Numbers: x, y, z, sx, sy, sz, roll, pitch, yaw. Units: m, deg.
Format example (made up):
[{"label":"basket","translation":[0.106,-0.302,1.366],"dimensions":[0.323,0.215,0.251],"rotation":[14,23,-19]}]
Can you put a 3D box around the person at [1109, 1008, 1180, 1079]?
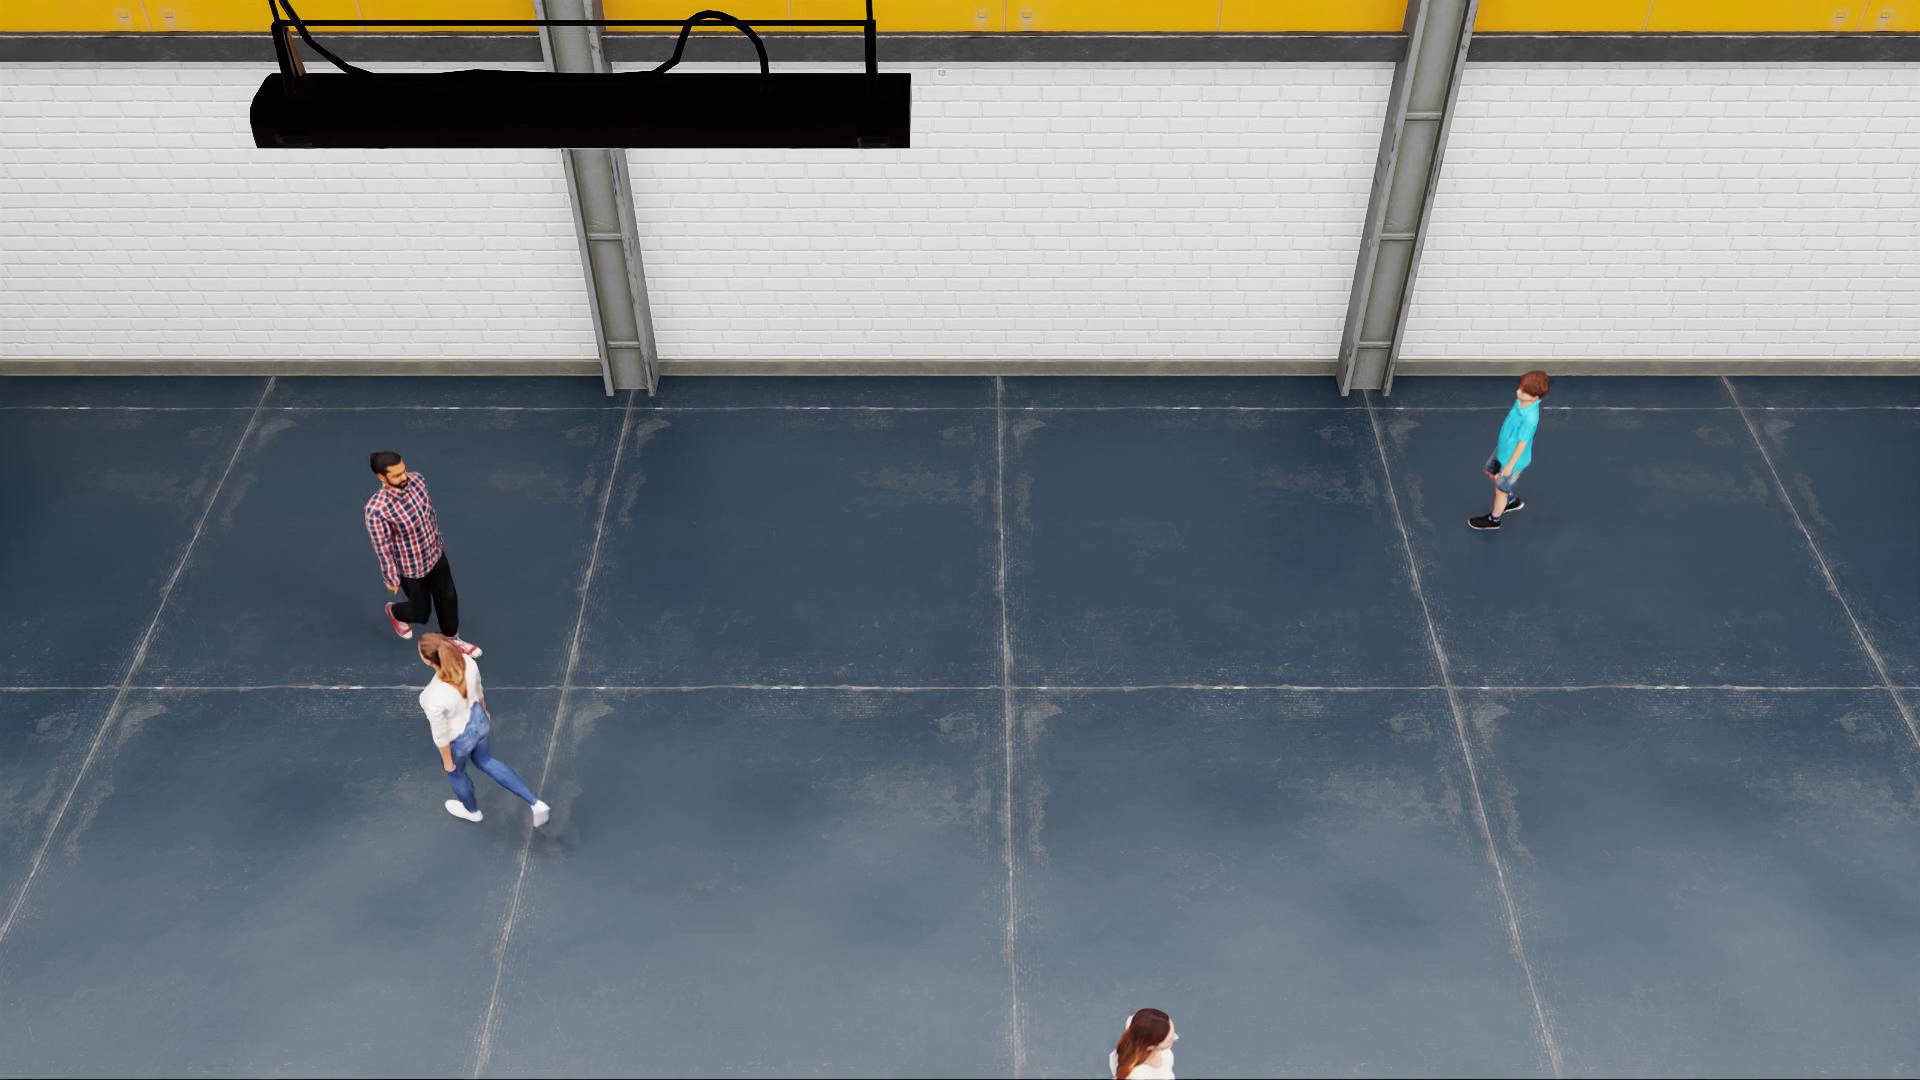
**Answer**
[{"label":"person","translation":[0.764,2.810,8.191],"dimensions":[1.091,1.649,0.706],"rotation":[5,44,6]}]

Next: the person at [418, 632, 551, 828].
[{"label":"person","translation":[-2.870,1.178,9.865],"dimensions":[1.080,1.702,0.867],"rotation":[16,46,16]}]

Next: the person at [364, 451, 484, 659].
[{"label":"person","translation":[-3.642,0.096,10.970],"dimensions":[1.056,1.744,0.937],"rotation":[19,47,19]}]

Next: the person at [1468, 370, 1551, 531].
[{"label":"person","translation":[4.040,-0.643,11.963],"dimensions":[0.635,1.445,0.572],"rotation":[5,44,5]}]
